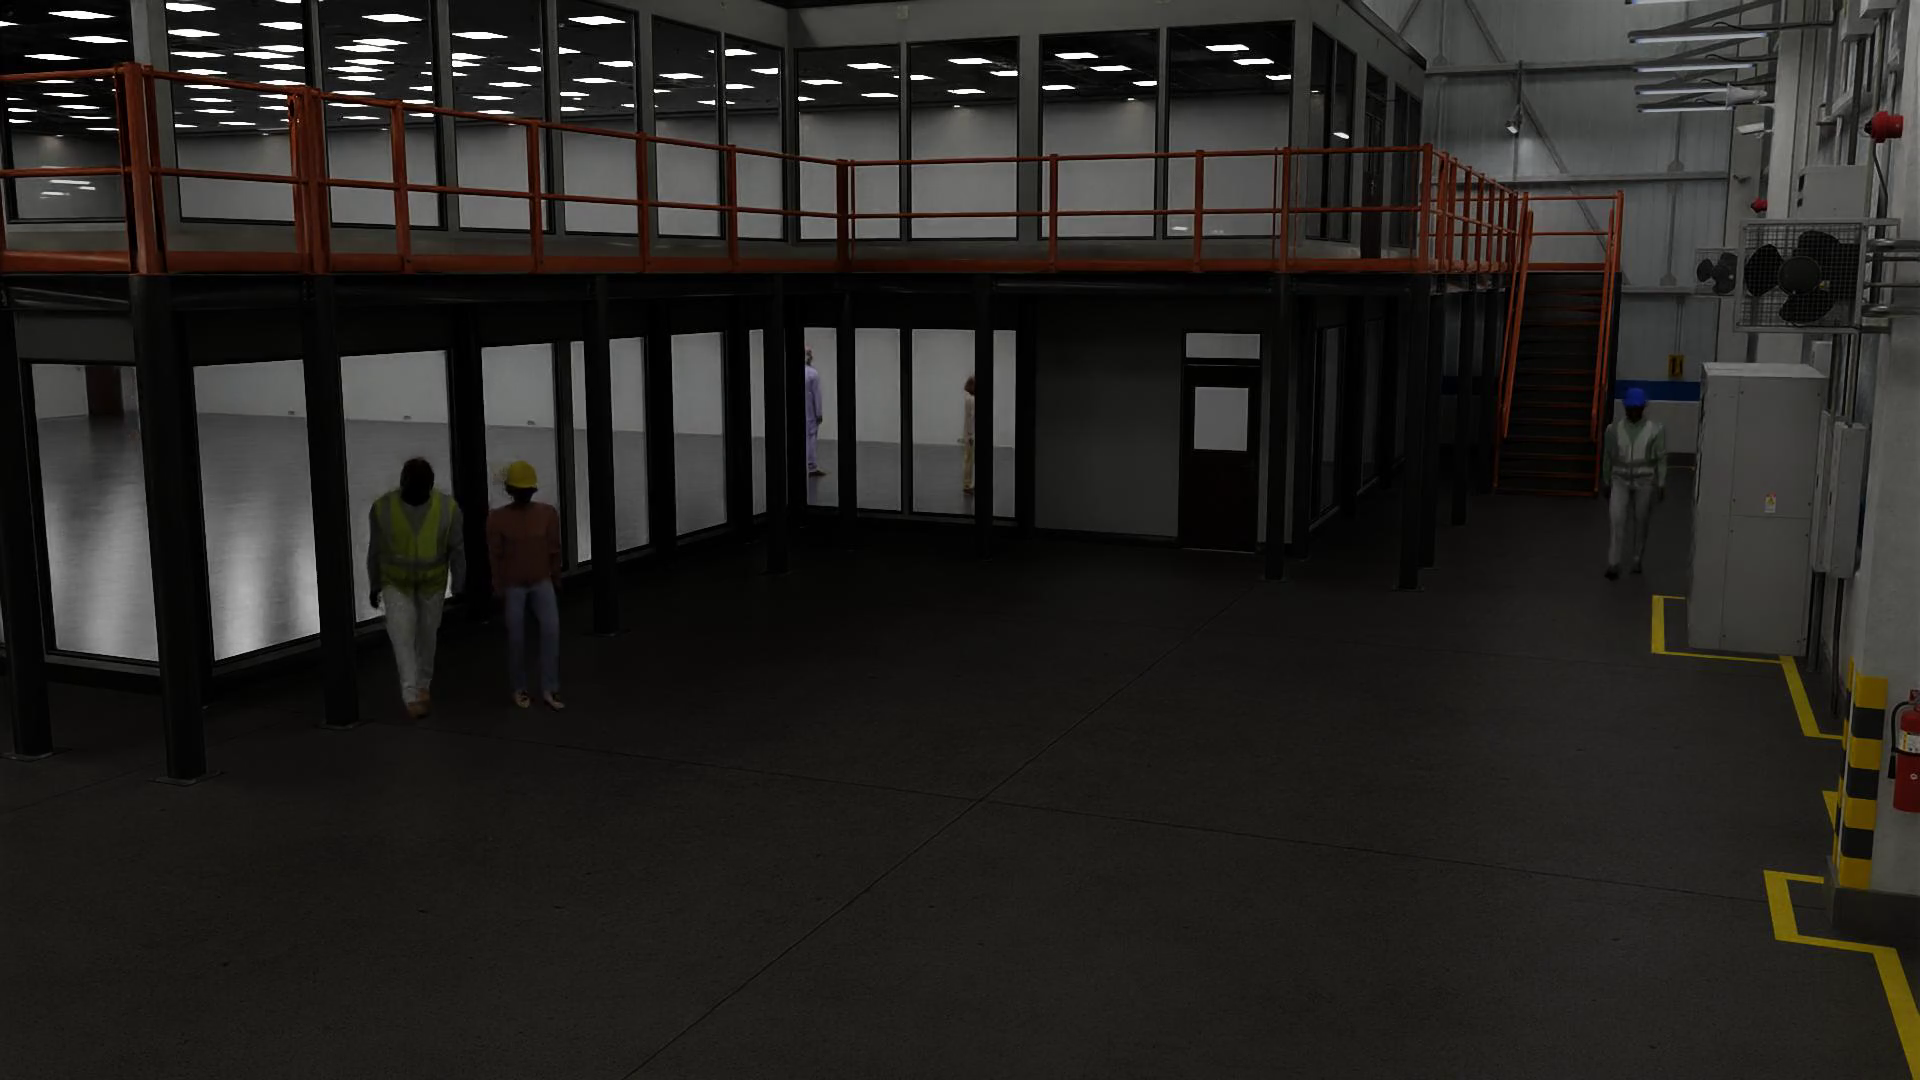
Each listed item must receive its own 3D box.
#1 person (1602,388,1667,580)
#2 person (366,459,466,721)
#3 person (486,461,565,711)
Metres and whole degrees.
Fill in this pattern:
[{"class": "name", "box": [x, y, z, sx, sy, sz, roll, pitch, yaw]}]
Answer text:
[{"class": "person", "box": [6.687, -0.555, 16.528, 0.619, 1.899, 0.997, 5, 10, 28]}, {"class": "person", "box": [-3.744, 0.323, 11.484, 0.644, 1.779, 0.913, -4, 10, -22]}, {"class": "person", "box": [-2.969, 0.333, 11.504, 0.524, 1.746, 0.646, -5, 11, -30]}]
